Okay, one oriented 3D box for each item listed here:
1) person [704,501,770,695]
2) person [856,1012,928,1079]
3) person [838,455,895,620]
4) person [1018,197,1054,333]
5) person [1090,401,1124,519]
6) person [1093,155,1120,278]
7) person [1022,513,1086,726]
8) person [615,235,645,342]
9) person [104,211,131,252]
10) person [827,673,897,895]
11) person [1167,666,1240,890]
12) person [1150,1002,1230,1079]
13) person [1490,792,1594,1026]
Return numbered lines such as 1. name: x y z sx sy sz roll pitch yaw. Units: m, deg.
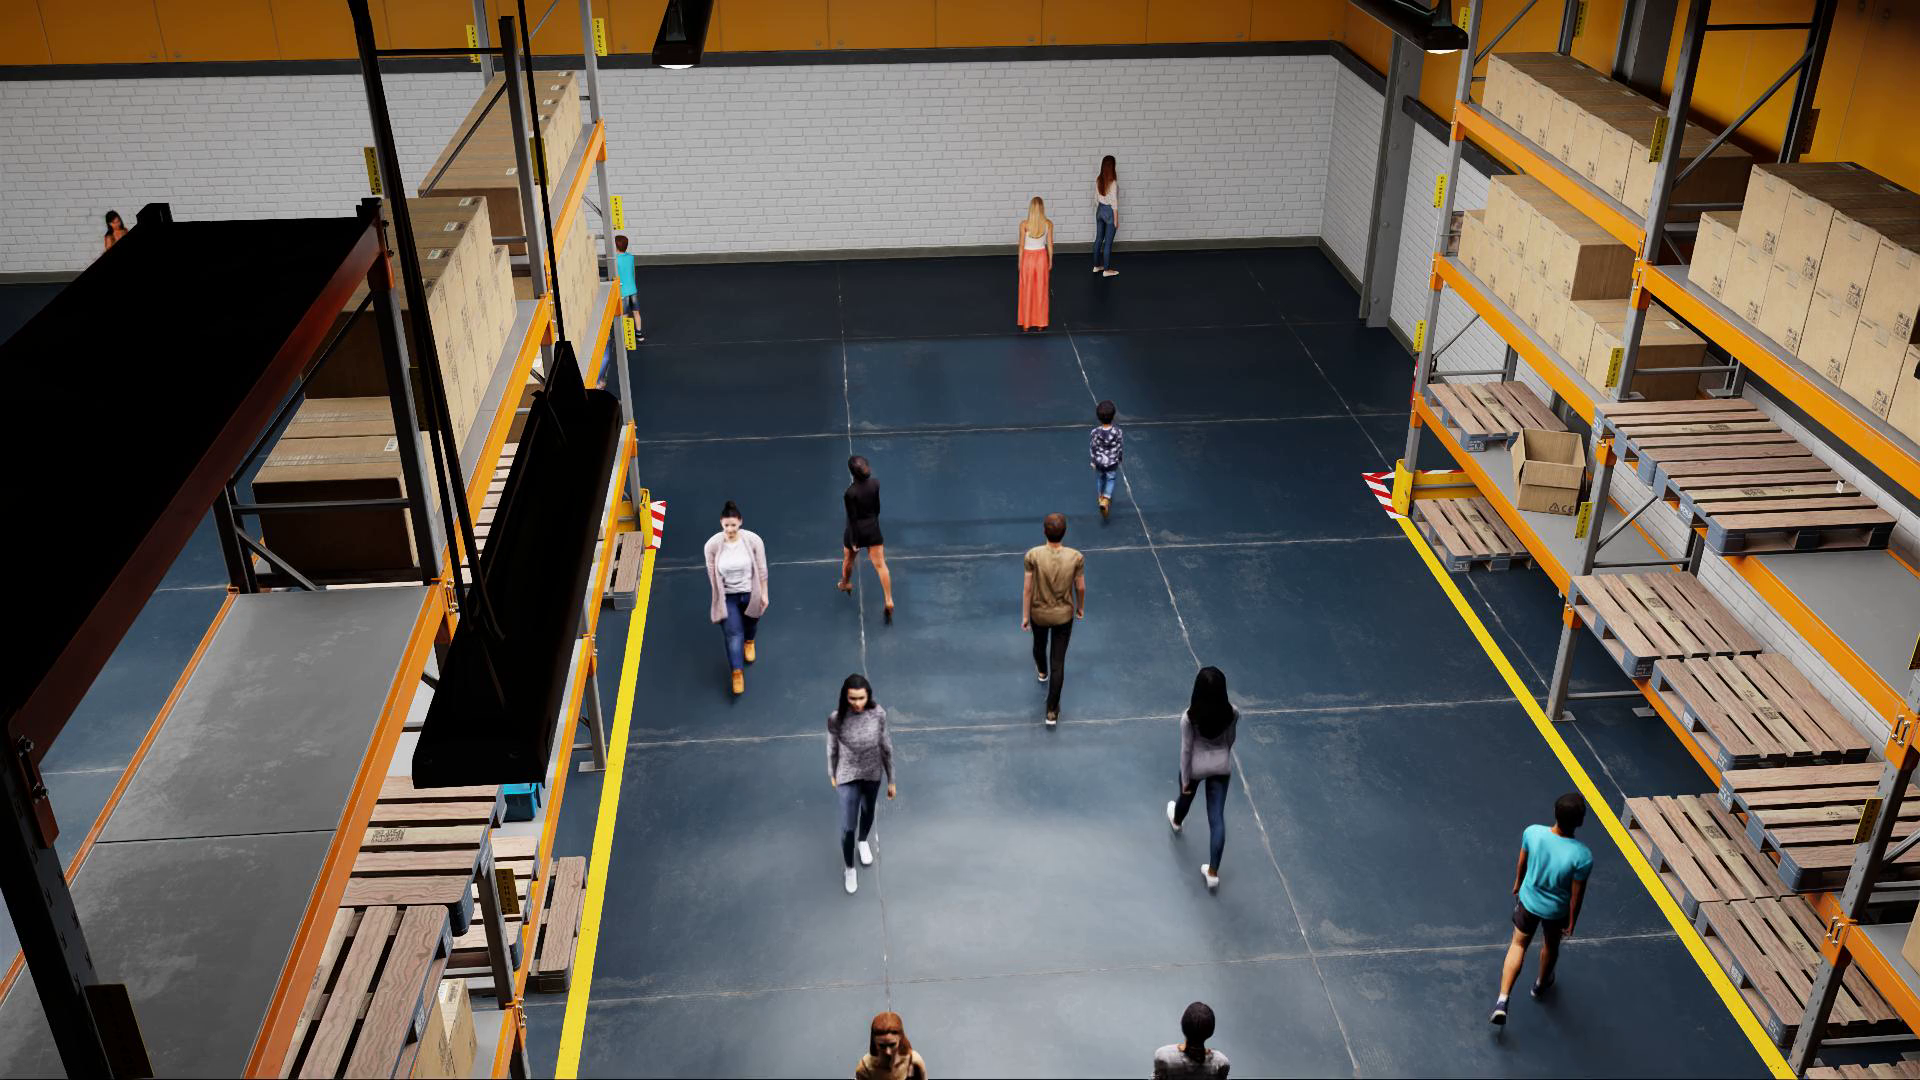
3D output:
1. person: -1.921 0.417 14.561 0.726 1.704 1.096 -4 29 -8
2. person: -0.383 3.273 9.461 0.691 1.574 1.133 -7 29 -13
3. person: -0.835 0.006 15.436 0.901 1.589 1.119 -18 33 -30
4. person: 0.985 -3.627 21.874 0.599 1.801 0.553 -3 29 -5
5. person: 1.528 -0.833 17.344 0.641 1.234 0.853 6 29 11
6. person: 2.096 -4.661 23.845 0.713 1.728 0.600 -19 34 -31
7. person: 0.768 0.693 13.953 0.842 1.802 1.248 3 29 5
8. person: -4.322 -3.260 21.568 0.644 1.450 0.587 23 36 35
9. person: -10.990 -3.511 21.835 0.947 1.635 1.076 12 31 20
10. person: -0.741 1.672 12.257 0.684 1.708 0.847 -7 29 -12
11. person: 1.826 1.757 12.124 0.654 1.686 1.159 -4 29 -7
12. person: 1.228 3.301 9.216 0.702 1.759 0.907 3 29 5
13. person: 3.769 2.426 10.831 1.032 1.750 1.142 19 34 31
